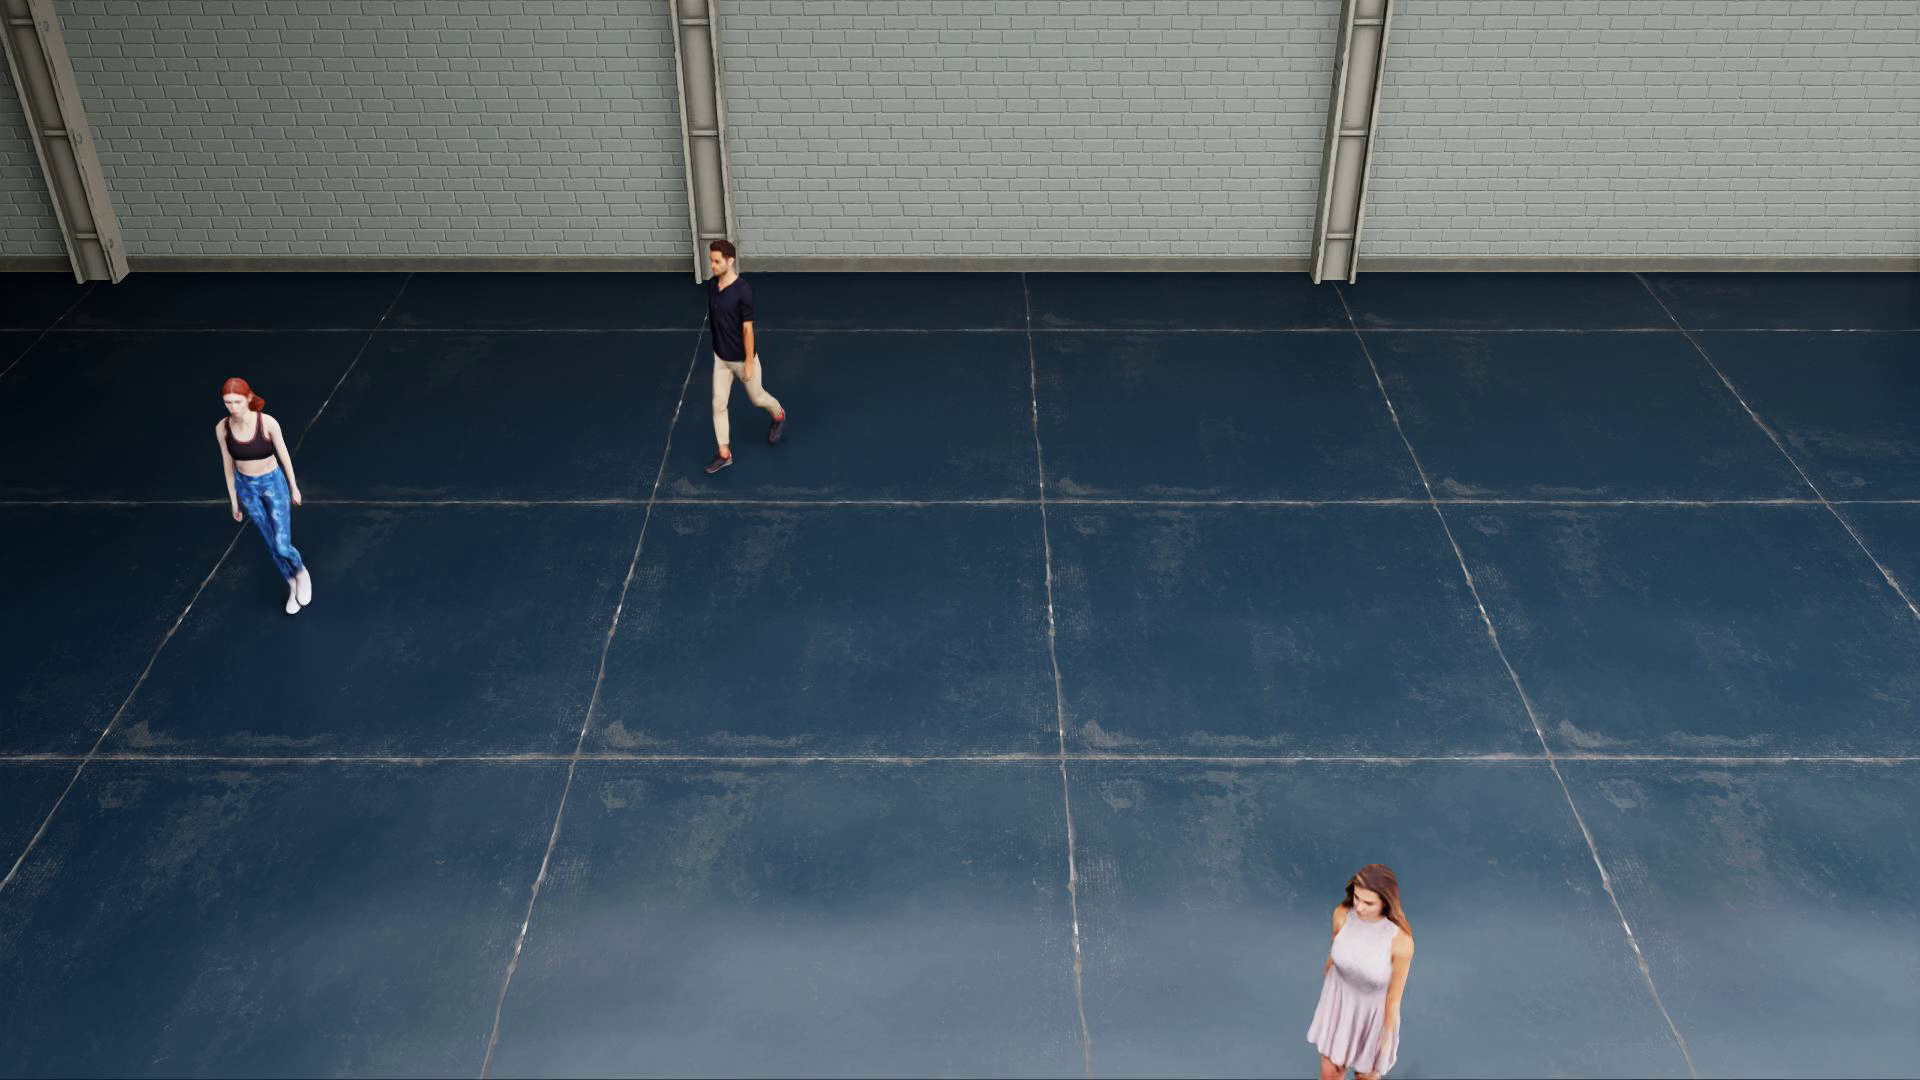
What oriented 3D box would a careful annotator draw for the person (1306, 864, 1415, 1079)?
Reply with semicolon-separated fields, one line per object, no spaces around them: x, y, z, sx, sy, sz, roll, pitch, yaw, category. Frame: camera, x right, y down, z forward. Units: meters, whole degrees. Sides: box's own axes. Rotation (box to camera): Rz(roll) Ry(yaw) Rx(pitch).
1.838;2.088;7.470;0.952;1.752;0.975;25;41;33;person

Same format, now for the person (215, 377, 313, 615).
-4.636;-0.326;11.161;0.569;1.776;0.632;-1;33;-2;person

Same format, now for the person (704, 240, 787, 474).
-1.665;-1.453;12.848;1.170;1.825;1.084;18;37;25;person
